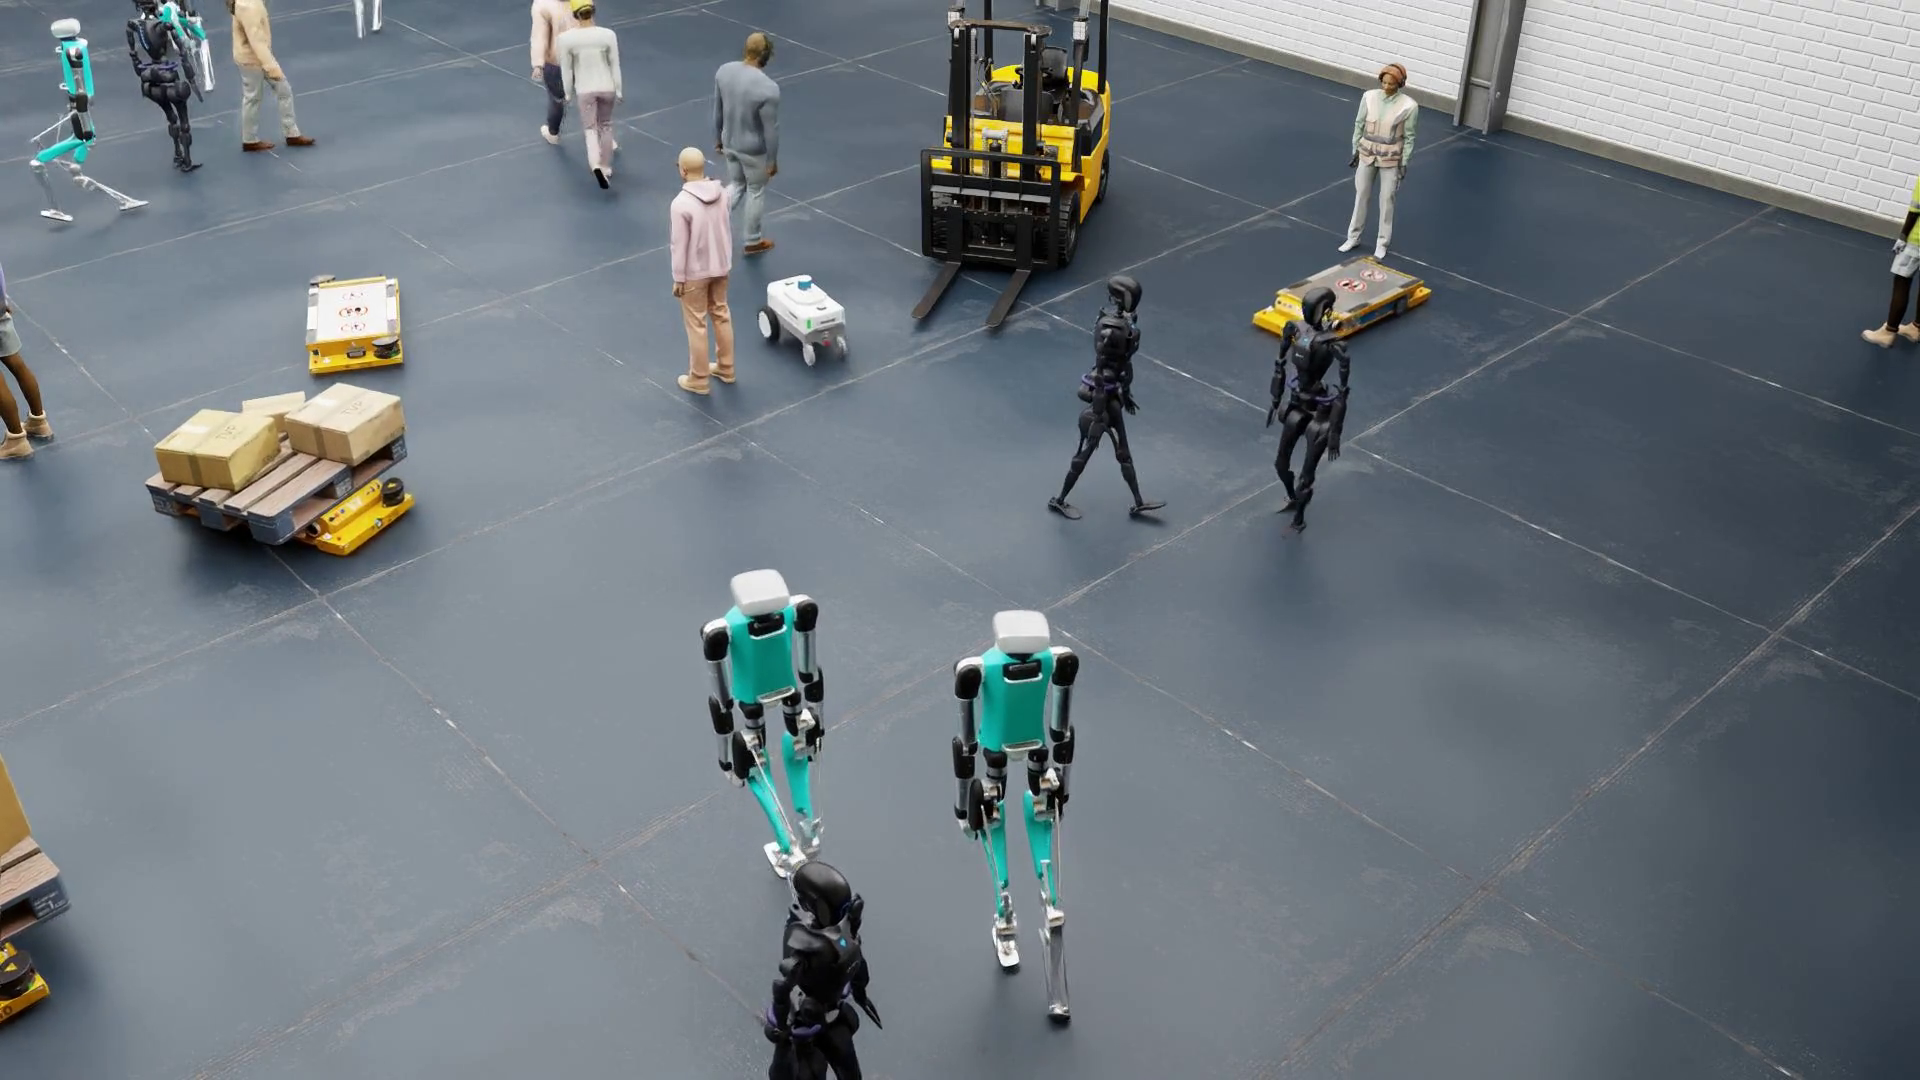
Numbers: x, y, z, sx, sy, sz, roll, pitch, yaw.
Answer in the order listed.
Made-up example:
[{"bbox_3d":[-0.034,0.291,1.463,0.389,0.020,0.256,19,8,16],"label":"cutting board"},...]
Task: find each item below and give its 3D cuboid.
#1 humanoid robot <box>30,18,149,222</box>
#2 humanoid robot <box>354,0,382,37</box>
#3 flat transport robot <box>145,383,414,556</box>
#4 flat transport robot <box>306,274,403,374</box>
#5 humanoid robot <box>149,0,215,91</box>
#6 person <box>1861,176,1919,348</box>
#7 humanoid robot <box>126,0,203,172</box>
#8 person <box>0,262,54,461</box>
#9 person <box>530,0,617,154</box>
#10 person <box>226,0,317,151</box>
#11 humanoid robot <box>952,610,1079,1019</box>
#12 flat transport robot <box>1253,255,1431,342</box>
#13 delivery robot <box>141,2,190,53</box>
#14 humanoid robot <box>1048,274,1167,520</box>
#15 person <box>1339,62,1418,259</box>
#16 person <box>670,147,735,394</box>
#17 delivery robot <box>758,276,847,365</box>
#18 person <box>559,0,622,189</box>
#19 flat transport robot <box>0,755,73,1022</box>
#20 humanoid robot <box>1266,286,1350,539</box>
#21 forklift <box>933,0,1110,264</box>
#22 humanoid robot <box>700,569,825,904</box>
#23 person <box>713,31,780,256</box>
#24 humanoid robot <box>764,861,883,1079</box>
[{"bbox_3d":[-7.770,-3.554,14.331,1.041,1.754,0.542,-15,36,-22],"label":"humanoid robot"},{"bbox_3d":[-6.883,-6.644,19.108,0.539,1.869,0.737,-4,33,-6],"label":"humanoid robot"},{"bbox_3d":[-4.281,-0.278,10.601,1.431,0.231,0.659,13,35,20],"label":"flat transport robot"},{"bbox_3d":[-4.645,-1.689,12.769,0.659,0.231,1.431,-9,34,-14],"label":"flat transport robot"},{"bbox_3d":[-8.146,-5.545,17.441,0.531,1.891,0.770,5,33,7],"label":"humanoid robot"},{"bbox_3d":[7.163,-2.248,12.323,0.529,1.690,0.319,-10,34,-15],"label":"person"},{"bbox_3d":[-7.354,-4.277,15.450,0.612,1.647,0.390,5,33,8],"label":"humanoid robot"},{"bbox_3d":[-6.414,-1.476,10.816,0.375,2.045,0.605,4,33,7],"label":"person"},{"bbox_3d":[-3.753,-4.591,15.819,0.977,1.808,0.855,27,41,34],"label":"person"},{"bbox_3d":[-6.629,-4.577,15.781,0.808,1.819,0.578,-5,33,-8],"label":"person"},{"bbox_3d":[0.299,1.264,6.965,0.561,1.858,0.871,-9,34,-13],"label":"humanoid robot"},{"bbox_3d":[3.016,-1.876,13.056,1.431,0.231,0.659,-26,41,-34],"label":"flat transport robot"},{"bbox_3d":[-9.100,-5.877,18.948,0.499,0.600,0.802,-10,34,-15],"label":"delivery robot"},{"bbox_3d":[0.936,-0.851,10.212,0.735,1.622,0.593,14,36,20],"label":"humanoid robot"},{"bbox_3d":[3.470,-3.131,13.726,0.514,1.639,0.308,21,38,28],"label":"person"},{"bbox_3d":[-1.789,-1.881,11.687,0.419,1.774,0.541,24,40,32],"label":"person"},{"bbox_3d":[-1.170,-1.697,12.537,0.499,0.614,0.814,-19,37,-26],"label":"delivery robot"},{"bbox_3d":[-3.313,-4.059,15.073,0.530,1.728,0.713,-10,34,-15],"label":"person"},{"bbox_3d":[-4.726,1.792,7.419,1.431,0.231,0.659,26,41,34],"label":"flat transport robot"},{"bbox_3d":[2.138,-0.787,10.113,0.395,1.649,0.583,-25,40,-33],"label":"humanoid robot"},{"bbox_3d":[0.570,-3.725,14.138,1.214,2.155,2.313,9,34,13],"label":"forklift"},{"bbox_3d":[-0.705,1.035,7.264,0.531,1.777,1.000,-18,37,-25],"label":"humanoid robot"},{"bbox_3d":[-1.770,-3.157,13.535,0.699,1.895,0.633,22,39,30],"label":"person"},{"bbox_3d":[-0.578,1.795,6.124,0.466,1.637,0.616,16,36,23],"label":"humanoid robot"}]
